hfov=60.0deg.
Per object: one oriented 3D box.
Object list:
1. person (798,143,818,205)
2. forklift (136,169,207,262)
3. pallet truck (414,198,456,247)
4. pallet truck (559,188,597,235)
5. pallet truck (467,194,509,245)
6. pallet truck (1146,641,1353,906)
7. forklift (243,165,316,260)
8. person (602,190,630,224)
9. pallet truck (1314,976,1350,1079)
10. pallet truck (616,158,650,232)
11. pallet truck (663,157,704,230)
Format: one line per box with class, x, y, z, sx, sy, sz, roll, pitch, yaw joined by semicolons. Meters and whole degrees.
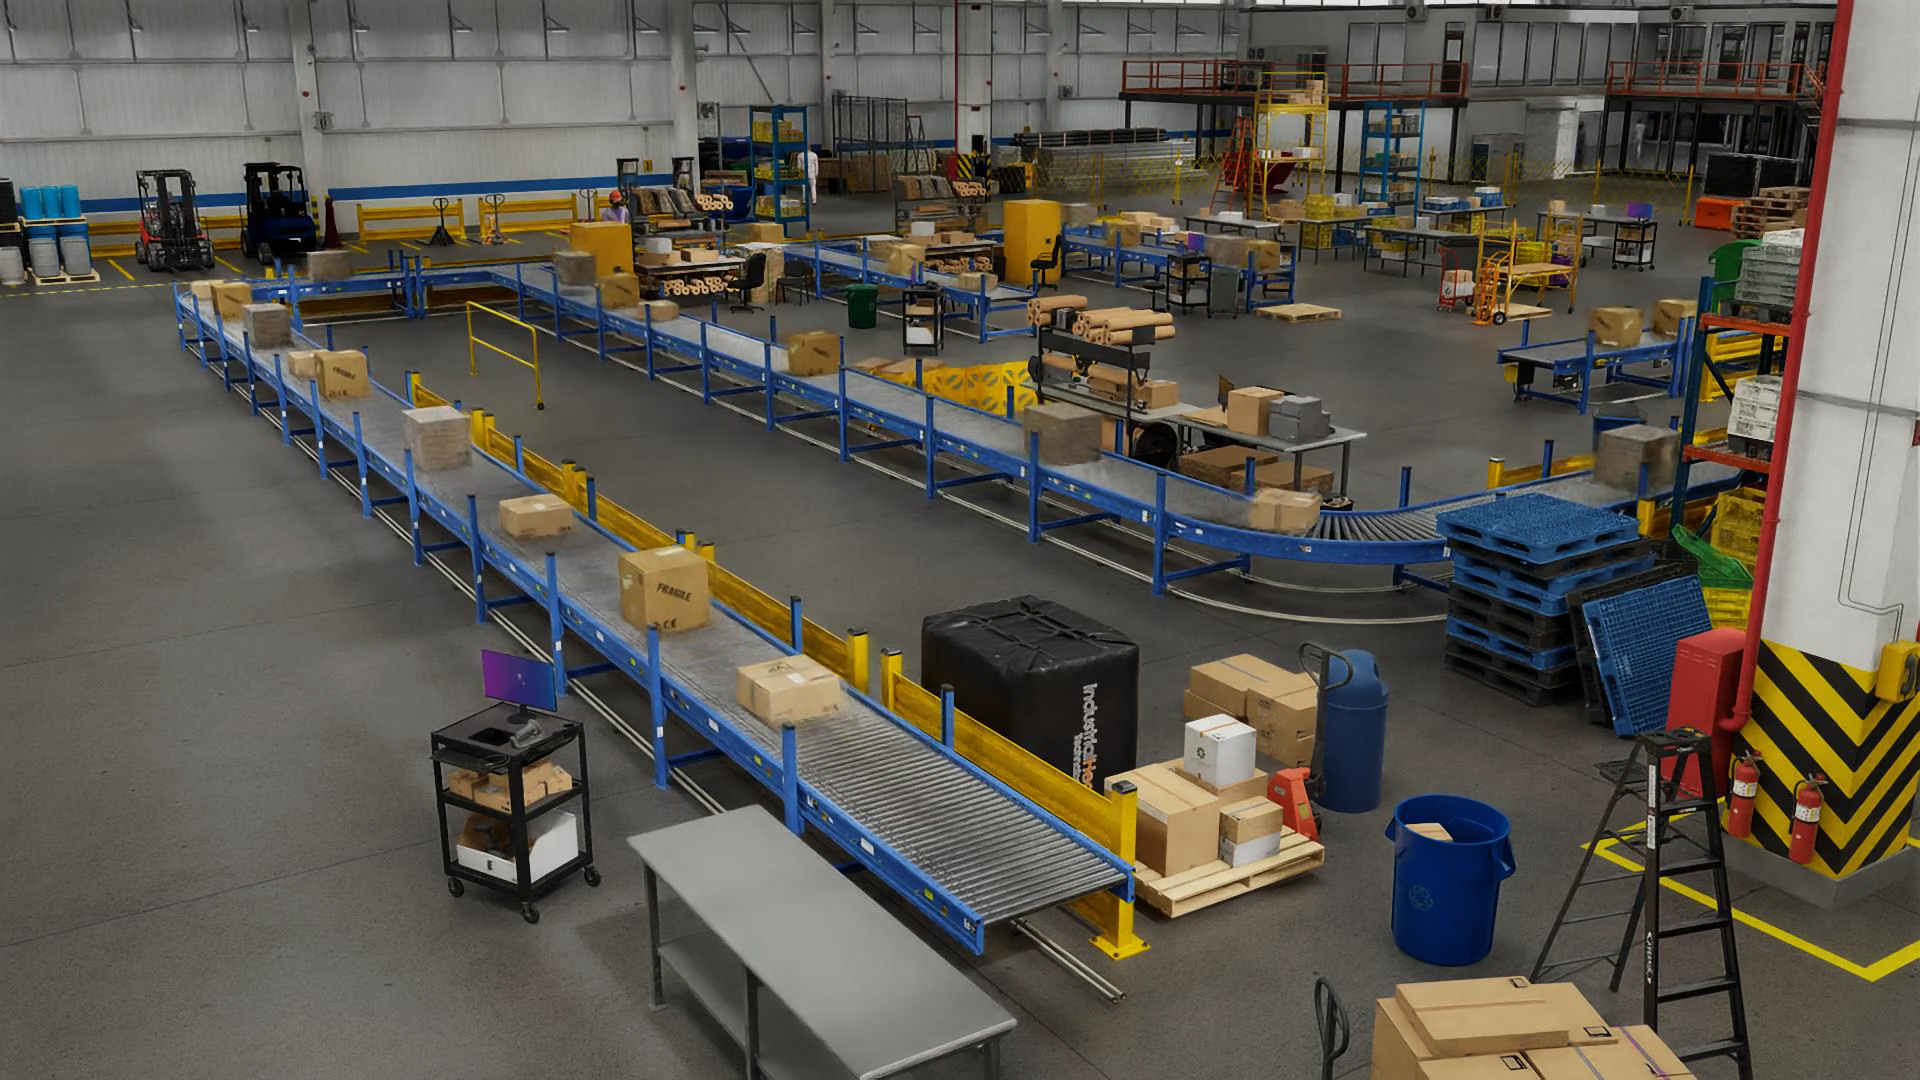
person;-4.731;-11.395;51.791;0.636;1.911;0.406;-2;17;-6
forklift;-17.842;-7.318;37.559;1.157;1.987;2.680;-10;20;-31
pallet truck;-13.250;-8.060;41.856;0.680;1.201;1.601;-10;20;-31
pallet truck;-10.010;-8.652;43.699;0.653;1.274;1.630;-10;20;-31
pallet truck;-11.983;-8.177;42.137;0.704;1.261;1.522;-11;20;-33
pallet truck;1.664;1.407;10.232;1.630;1.274;0.653;-10;20;-31
forklift;-15.898;-7.669;38.708;1.157;1.987;2.680;-11;20;-33
person;-6.993;-6.122;34.012;0.616;2.041;0.382;-13;21;-37
pallet truck;2.299;2.390;7.086;1.601;1.201;0.680;-2;17;-7
pallet truck;-8.918;-9.176;44.255;0.823;1.965;1.885;-9;19;-27
pallet truck;-7.586;-9.308;44.692;0.823;1.965;1.885;-11;20;-33
